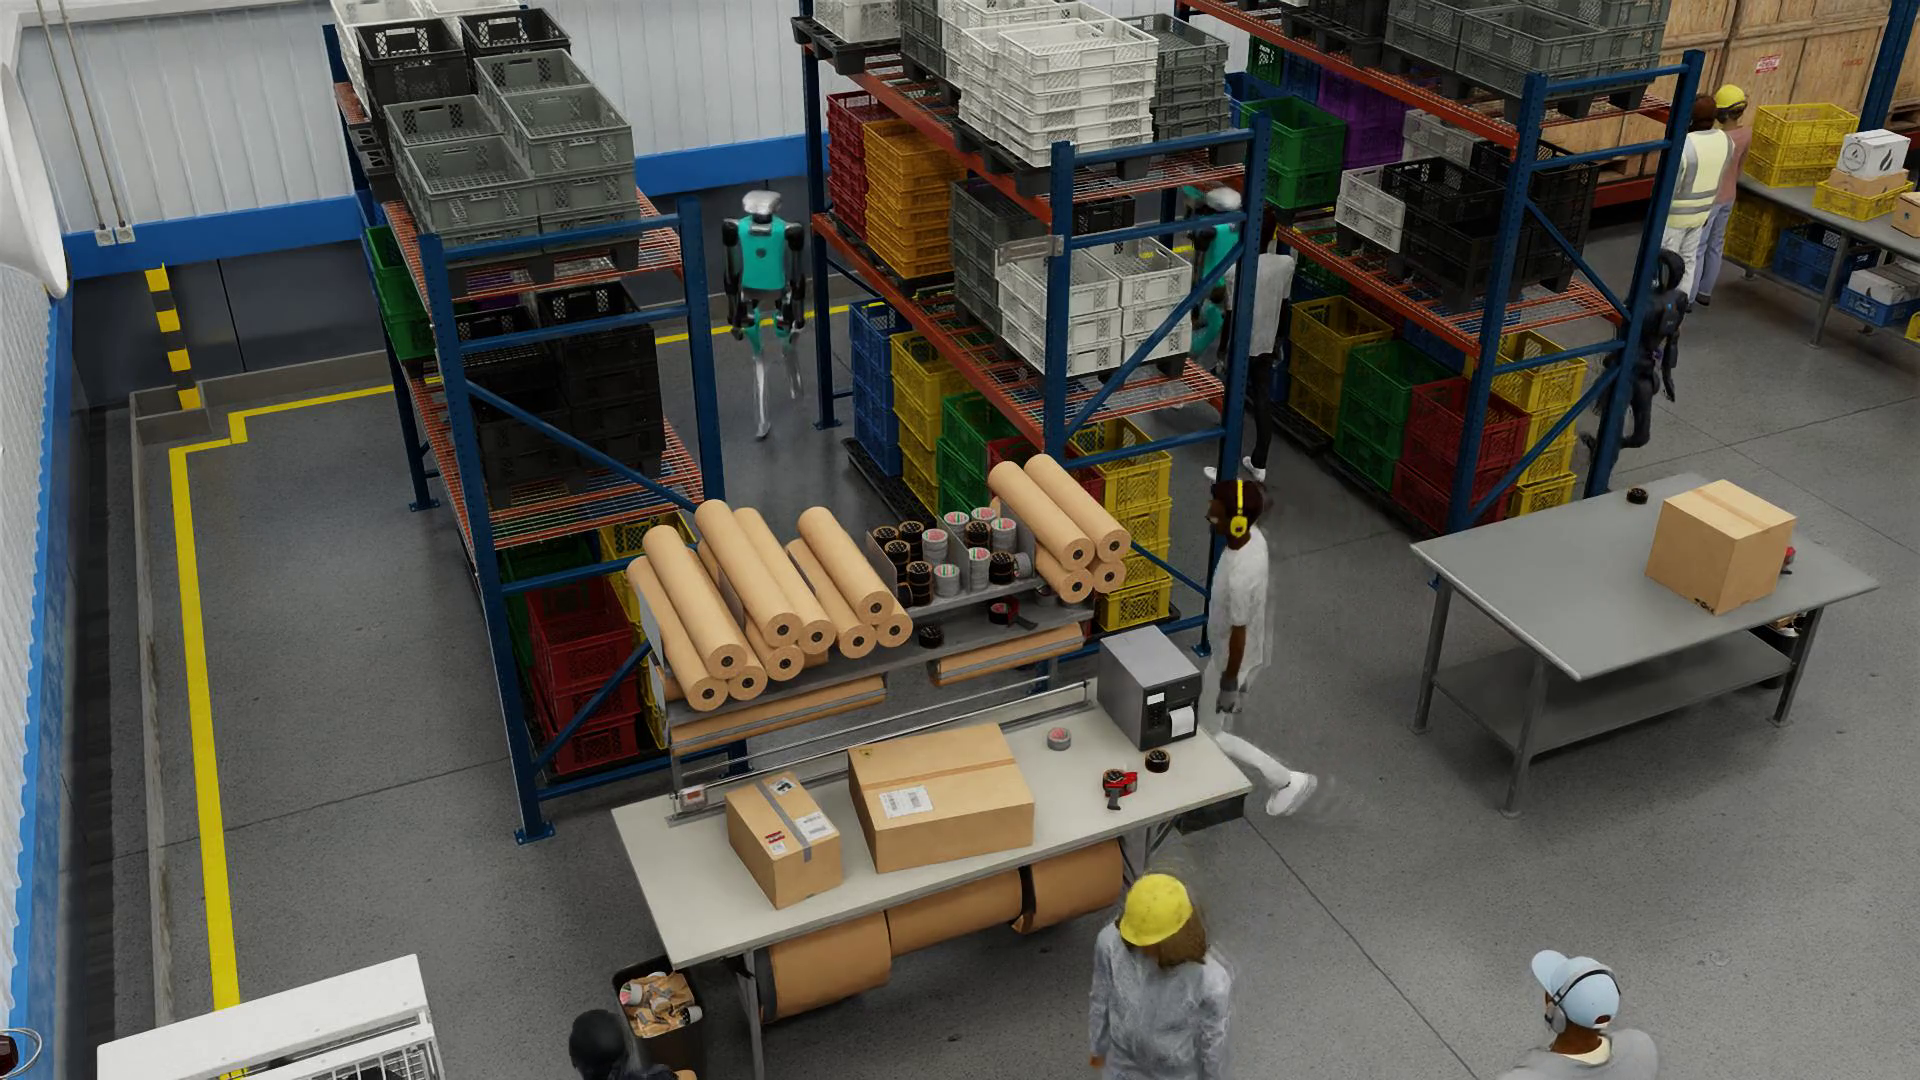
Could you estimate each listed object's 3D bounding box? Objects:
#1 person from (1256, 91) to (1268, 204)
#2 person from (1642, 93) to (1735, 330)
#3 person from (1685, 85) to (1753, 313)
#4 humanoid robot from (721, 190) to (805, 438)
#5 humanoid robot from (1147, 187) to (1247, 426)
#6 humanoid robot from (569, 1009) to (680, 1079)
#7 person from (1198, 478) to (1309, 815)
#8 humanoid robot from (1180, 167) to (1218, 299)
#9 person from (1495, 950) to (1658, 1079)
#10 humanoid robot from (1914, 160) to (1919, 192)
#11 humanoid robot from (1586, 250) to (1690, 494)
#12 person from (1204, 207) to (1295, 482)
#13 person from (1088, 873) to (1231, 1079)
[{"bbox_3d":[2.160,-2.470,12.411,0.391,1.917,0.586,-3,32,-5],"label":"person"},{"bbox_3d":[5.331,-2.397,12.365,0.631,1.839,0.429,-15,35,-23],"label":"person"},{"bbox_3d":[5.764,-2.615,12.798,0.523,1.759,0.325,-18,36,-27],"label":"person"},{"bbox_3d":[-1.252,-1.578,11.172,0.559,1.808,0.933,1,32,2],"label":"humanoid robot"},{"bbox_3d":[1.564,-1.560,11.099,0.537,1.727,0.995,-21,38,-31],"label":"humanoid robot"},{"bbox_3d":[-1.038,2.177,5.108,0.613,1.638,0.611,-20,37,-29],"label":"humanoid robot"},{"bbox_3d":[1.293,0.534,7.602,0.622,1.850,0.501,6,32,9],"label":"person"},{"bbox_3d":[1.974,-2.361,12.458,0.890,1.771,0.530,-9,33,-14],"label":"humanoid robot"},{"bbox_3d":[1.795,1.999,5.213,0.597,1.850,0.397,-13,34,-20],"label":"person"},{"bbox_3d":[8.149,-3.207,13.823,0.315,1.655,0.599,10,33,16],"label":"humanoid robot"},{"bbox_3d":[4.143,-1.039,10.310,0.597,1.642,0.442,-15,34,-22],"label":"humanoid robot"},{"bbox_3d":[1.805,-1.193,10.388,0.506,1.864,0.329,-14,34,-21],"label":"person"},{"bbox_3d":[0.693,1.753,5.745,0.483,1.717,0.685,19,36,28],"label":"person"}]
